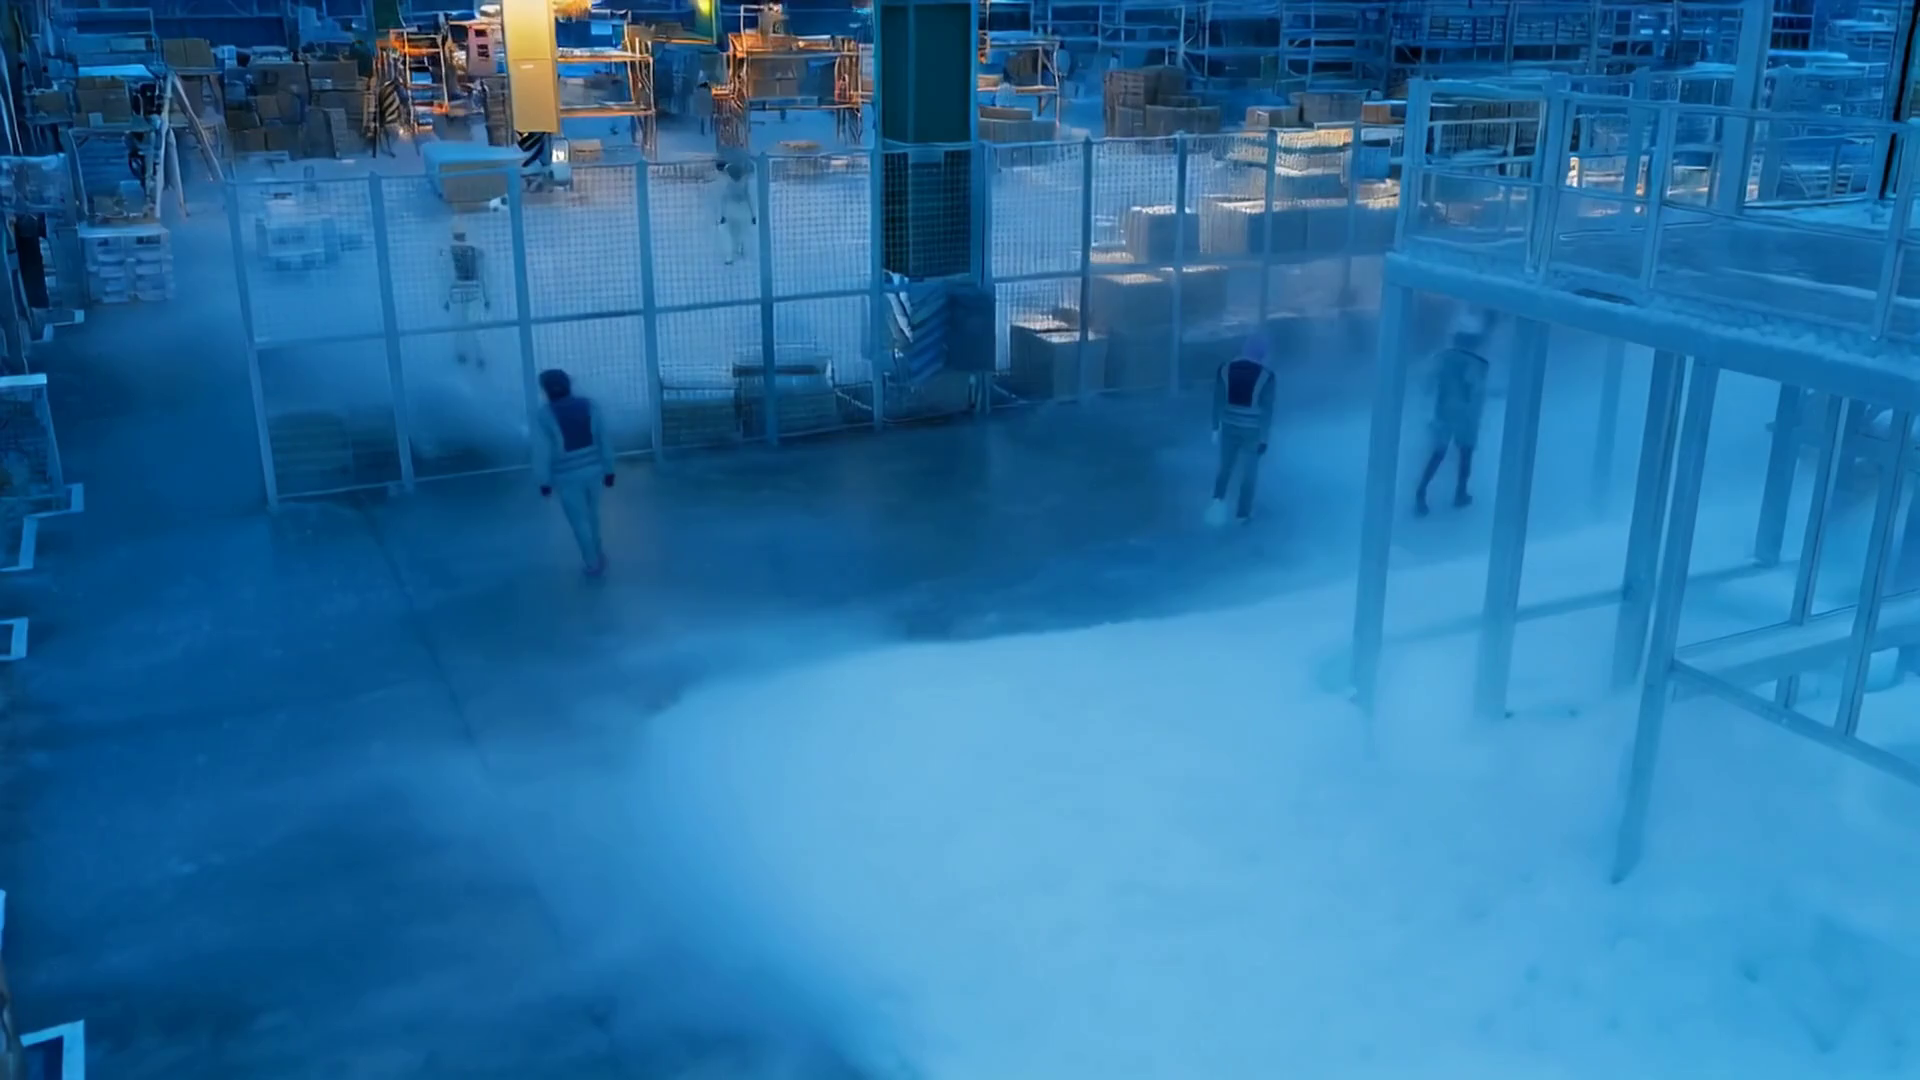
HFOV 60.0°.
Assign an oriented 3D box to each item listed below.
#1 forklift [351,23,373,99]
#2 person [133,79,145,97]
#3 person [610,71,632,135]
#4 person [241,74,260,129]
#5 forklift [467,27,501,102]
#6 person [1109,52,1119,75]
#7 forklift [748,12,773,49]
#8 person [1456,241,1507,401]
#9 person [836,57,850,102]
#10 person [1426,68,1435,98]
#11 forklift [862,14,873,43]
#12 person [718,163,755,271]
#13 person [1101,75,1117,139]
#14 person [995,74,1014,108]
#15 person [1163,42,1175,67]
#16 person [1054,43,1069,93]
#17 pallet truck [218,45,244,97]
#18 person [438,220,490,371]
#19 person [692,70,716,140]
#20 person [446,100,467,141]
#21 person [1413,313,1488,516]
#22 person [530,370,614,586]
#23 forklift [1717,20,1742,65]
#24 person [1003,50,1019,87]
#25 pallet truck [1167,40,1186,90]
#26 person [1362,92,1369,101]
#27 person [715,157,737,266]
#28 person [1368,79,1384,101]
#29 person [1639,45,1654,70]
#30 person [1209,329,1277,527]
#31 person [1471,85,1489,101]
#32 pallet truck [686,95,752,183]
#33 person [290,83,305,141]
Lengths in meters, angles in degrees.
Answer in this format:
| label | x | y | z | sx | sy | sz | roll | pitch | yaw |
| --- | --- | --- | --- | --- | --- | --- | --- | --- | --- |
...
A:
| label | x | y | z | sx | sy | sz | roll | pitch | yaw |
| --- | --- | --- | --- | --- | --- | --- | --- | --- | --- |
| forklift | -23.202 | -18.723 | 64.945 | 1.129 | 2.768 | 1.873 | 13 | 23 | 33 |
| person | -25.347 | -13.405 | 51.415 | 0.518 | 1.633 | 0.314 | 6 | 20 | 18 |
| person | -10.448 | -13.403 | 51.016 | 0.644 | 1.900 | 0.999 | 8 | 21 | 22 |
| person | -21.022 | -12.830 | 49.298 | 0.585 | 1.928 | 0.369 | 18 | 26 | 41 |
| forklift | -17.547 | -17.497 | 61.390 | 1.129 | 2.768 | 1.873 | -11 | 22 | -29 |
| person | 6.126 | -18.700 | 66.688 | 0.405 | 1.675 | 0.553 | 17 | 25 | 41 |
| forklift | -9.487 | -24.431 | 81.490 | 1.873 | 2.768 | 1.129 | -9 | 21 | -25 |
| person | 6.049 | -2.564 | 19.519 | 1.009 | 1.950 | 0.630 | -7 | 20 | -20 |
| person | -4.264 | -16.886 | 61.071 | 0.633 | 1.924 | 0.701 | -14 | 24 | -35 |
| person | 16.091 | -15.374 | 57.108 | 0.519 | 1.639 | 0.312 | -16 | 25 | -39 |
| forklift | -4.147 | -23.288 | 78.178 | 1.873 | 2.768 | 1.129 | -17 | 25 | -40 |
| person | -3.831 | -5.538 | 28.373 | 0.636 | 1.802 | 0.916 | -11 | 22 | -29 |
| person | 4.461 | -12.956 | 49.777 | 0.506 | 1.860 | 0.323 | 16 | 25 | 39 |
| person | 1.324 | -12.962 | 49.749 | 0.583 | 1.882 | 0.337 | 7 | 20 | 20 |
| person | 9.348 | -21.348 | 74.207 | 0.980 | 1.799 | 0.632 | -7 | 20 | -21 |
| person | 4.127 | -19.201 | 67.665 | 0.624 | 1.992 | 0.390 | 6 | 20 | 16 |
| pallet truck | -28.879 | -18.665 | 66.111 | 0.823 | 1.965 | 1.885 | -3 | 19 | -9 |
| person | -6.298 | -3.118 | 21.212 | 0.633 | 1.893 | 1.017 | -9 | 21 | -23 |
| person | -7.625 | -12.999 | 49.619 | 0.695 | 2.000 | 0.671 | -1 | 19 | -3 |
| person | -12.045 | -9.581 | 39.911 | 0.598 | 1.910 | 0.420 | 7 | 20 | 19 |
| person | 4.585 | -1.152 | 15.500 | 0.547 | 1.908 | 0.869 | 17 | 26 | 41 |
| person | -3.241 | -0.537 | 13.858 | 0.661 | 1.803 | 0.727 | -14 | 24 | -35 |
| forklift | 32.272 | -19.993 | 68.628 | 1.873 | 2.768 | 1.129 | 16 | 25 | 39 |
| person | 2.018 | -18.633 | 66.155 | 0.628 | 1.911 | 0.952 | -2 | 19 | -7 |
| pallet truck | 9.045 | -19.971 | 69.895 | 0.823 | 1.965 | 1.885 | -3 | 19 | -8 |
| person | 10.316 | -10.492 | 42.591 | 0.996 | 1.890 | 0.546 | -4 | 19 | -11 |
| person | -3.989 | -5.653 | 28.621 | 0.536 | 1.851 | 0.441 | 15 | 24 | 37 |
| person | 11.583 | -11.933 | 46.653 | 0.602 | 1.958 | 0.381 | -13 | 23 | -32 |
| person | 30.317 | -21.024 | 73.472 | 0.545 | 1.652 | 0.883 | 11 | 22 | 29 |
| person | 2.531 | -0.975 | 15.026 | 0.593 | 1.867 | 0.630 | 9 | 21 | 25 |
| person | 14.967 | -12.343 | 48.185 | 0.547 | 1.717 | 0.877 | -5 | 20 | -15 |
| pallet truck | -5.836 | -9.608 | 39.856 | 0.823 | 1.965 | 1.885 | 10 | 22 | 27 |
| person | -19.523 | -12.626 | 49.098 | 0.508 | 1.676 | 0.540 | 15 | 24 | 37 |
